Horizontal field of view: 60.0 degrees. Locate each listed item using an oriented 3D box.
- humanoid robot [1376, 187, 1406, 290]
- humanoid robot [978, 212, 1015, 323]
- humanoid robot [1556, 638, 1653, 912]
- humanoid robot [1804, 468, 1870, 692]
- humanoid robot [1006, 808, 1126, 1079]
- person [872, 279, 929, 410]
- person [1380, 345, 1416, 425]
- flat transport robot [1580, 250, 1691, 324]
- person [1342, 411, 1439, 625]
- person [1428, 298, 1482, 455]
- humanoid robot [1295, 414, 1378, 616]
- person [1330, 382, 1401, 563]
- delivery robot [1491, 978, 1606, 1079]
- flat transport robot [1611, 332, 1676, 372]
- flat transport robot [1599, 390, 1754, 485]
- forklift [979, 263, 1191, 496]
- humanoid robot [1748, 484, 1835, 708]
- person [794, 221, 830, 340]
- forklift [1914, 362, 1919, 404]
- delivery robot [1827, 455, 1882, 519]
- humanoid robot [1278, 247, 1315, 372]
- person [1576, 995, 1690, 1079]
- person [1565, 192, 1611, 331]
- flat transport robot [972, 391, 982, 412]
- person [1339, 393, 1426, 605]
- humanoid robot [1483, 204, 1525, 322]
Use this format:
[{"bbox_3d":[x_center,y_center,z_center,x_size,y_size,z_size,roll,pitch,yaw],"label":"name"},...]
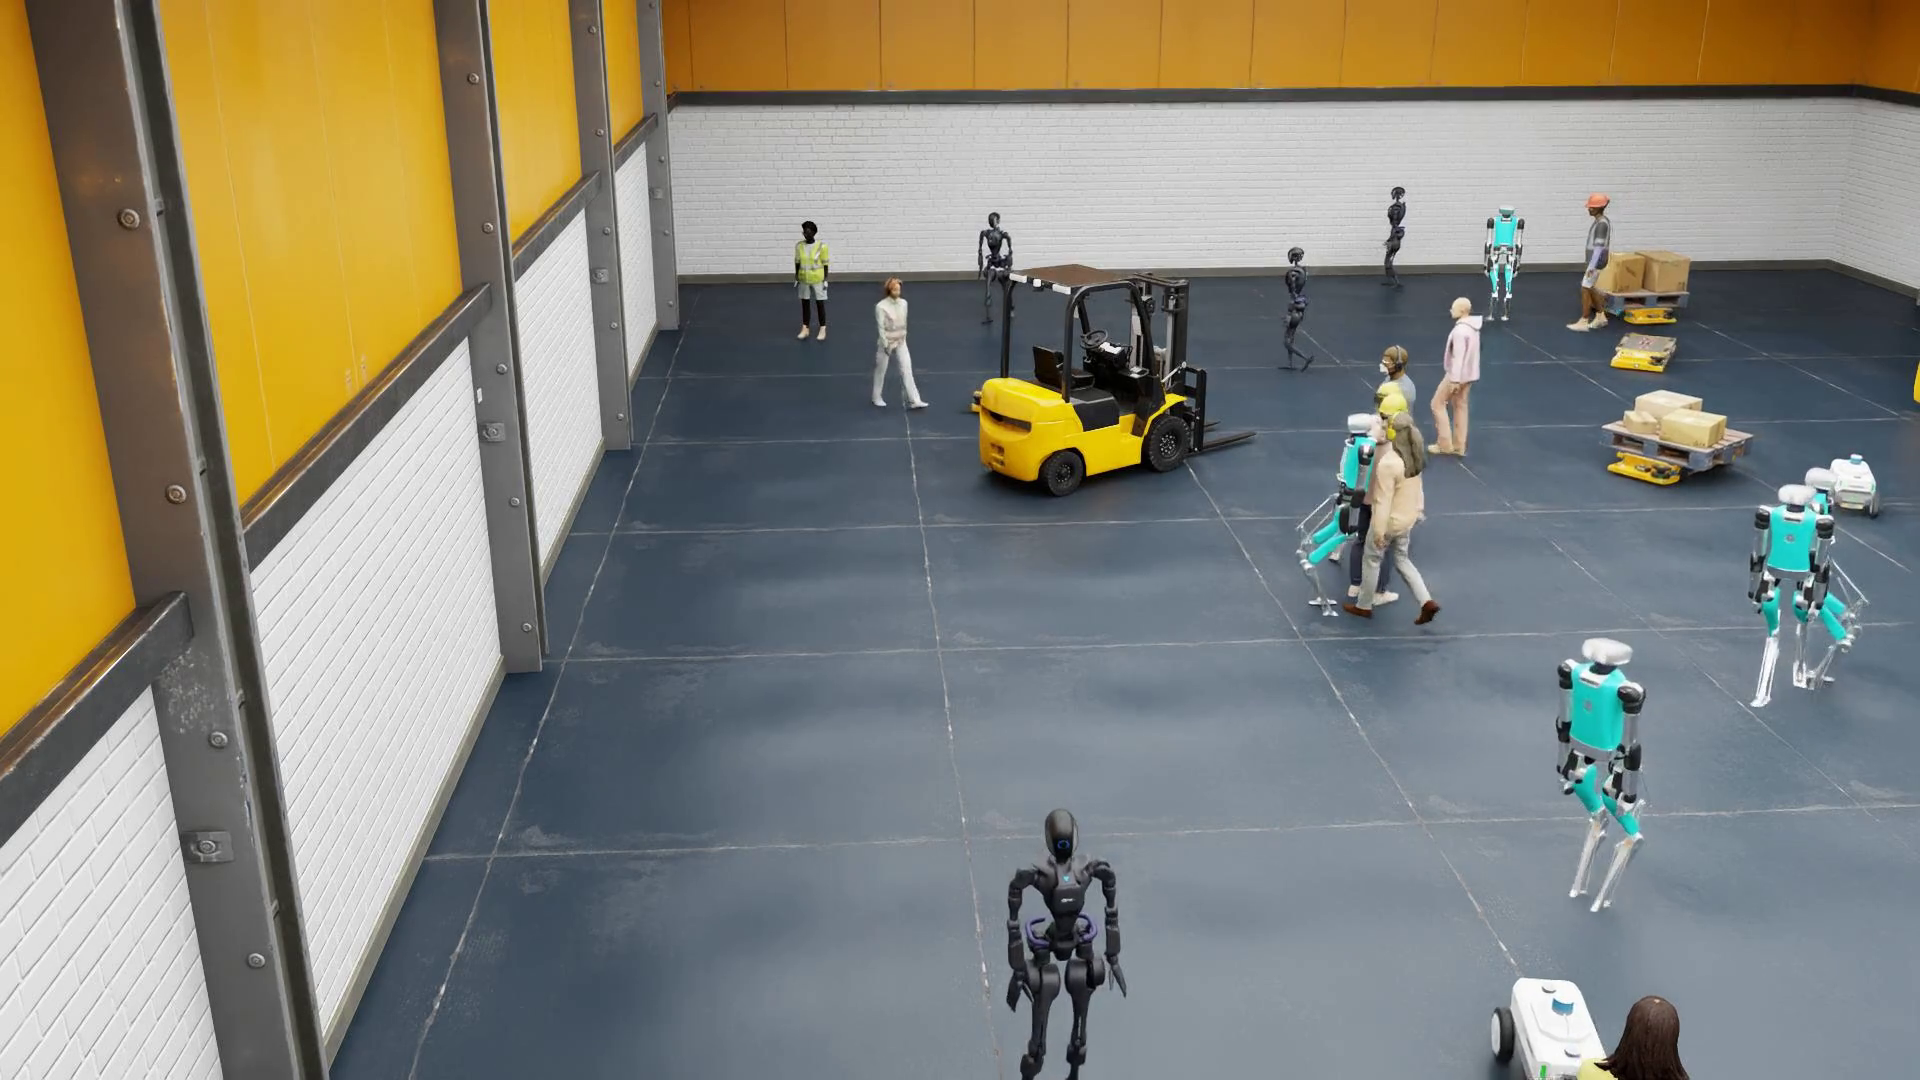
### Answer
[{"bbox_3d":[7.041,-4.893,26.963,0.468,1.642,0.603,6,21,15],"label":"humanoid robot"},{"bbox_3d":[0.576,-4.061,24.739,0.591,1.646,0.800,10,22,25],"label":"humanoid robot"},{"bbox_3d":[3.819,1.379,9.764,0.667,1.811,0.545,-13,24,-32],"label":"humanoid robot"},{"bbox_3d":[6.605,0.364,12.557,0.753,1.823,0.554,8,22,21],"label":"humanoid robot"},{"bbox_3d":[0.516,2.048,8.019,0.589,1.650,0.359,-4,20,-10],"label":"humanoid robot"},{"bbox_3d":[-0.782,-2.355,20.112,0.514,1.594,0.811,-17,26,-39],"label":"person"},{"bbox_3d":[4.057,-0.881,15.620,0.361,1.932,0.628,1,20,1],"label":"person"},{"bbox_3d":[10.164,-3.507,25.183,0.659,0.231,1.431,-3,20,-9],"label":"flat transport robot"},{"bbox_3d":[3.621,-0.167,13.782,0.568,1.852,0.804,-16,26,-37],"label":"person"},{"bbox_3d":[5.439,-1.792,18.325,0.575,1.769,0.532,16,25,36],"label":"person"},{"bbox_3d":[3.104,-0.200,14.028,0.695,1.770,0.543,1,20,4],"label":"humanoid robot"},{"bbox_3d":[3.701,-0.583,15.085,0.630,1.731,0.367,0,20,0],"label":"person"},{"bbox_3d":[2.983,2.527,8.315,0.499,0.587,0.788,2,20,6],"label":"delivery robot"},{"bbox_3d":[9.296,-2.551,22.578,0.659,0.231,1.431,11,23,27],"label":"flat transport robot"},{"bbox_3d":[7.723,-0.876,18.013,1.431,0.231,0.659,-15,25,-35],"label":"flat transport robot"},{"bbox_3d":[1.315,-1.764,17.646,2.313,2.155,1.214,-14,24,-33],"label":"forklift"},{"bbox_3d":[6.276,0.353,12.549,0.551,1.769,0.917,14,25,34],"label":"humanoid robot"},{"bbox_3d":[-2.103,-3.676,23.567,0.539,1.694,0.317,7,21,19],"label":"person"},{"bbox_3d":[12.602,-2.435,19.475,2.313,2.155,1.214,-1,20,-4],"label":"forklift"},{"bbox_3d":[8.963,-0.563,16.718,0.499,0.576,0.757,7,21,19],"label":"delivery robot"},{"bbox_3d":[4.468,-3.030,21.841,0.492,1.636,0.612,7,21,18],"label":"humanoid robot"},{"bbox_3d":[2.576,2.564,6.479,0.460,1.766,0.381,8,21,20],"label":"person"},{"bbox_3d":[9.146,-4.001,23.997,0.481,2.026,0.628,7,21,17],"label":"person"},{"bbox_3d":[0.880,-1.724,20.324,1.431,0.231,0.659,1,20,3],"label":"flat transport robot"},{"bbox_3d":[3.595,-0.346,14.265,0.430,1.856,0.827,-19,27,-41],"label":"person"},{"bbox_3d":[7.888,-3.992,24.178,0.533,1.677,0.735,5,21,13],"label":"humanoid robot"}]
